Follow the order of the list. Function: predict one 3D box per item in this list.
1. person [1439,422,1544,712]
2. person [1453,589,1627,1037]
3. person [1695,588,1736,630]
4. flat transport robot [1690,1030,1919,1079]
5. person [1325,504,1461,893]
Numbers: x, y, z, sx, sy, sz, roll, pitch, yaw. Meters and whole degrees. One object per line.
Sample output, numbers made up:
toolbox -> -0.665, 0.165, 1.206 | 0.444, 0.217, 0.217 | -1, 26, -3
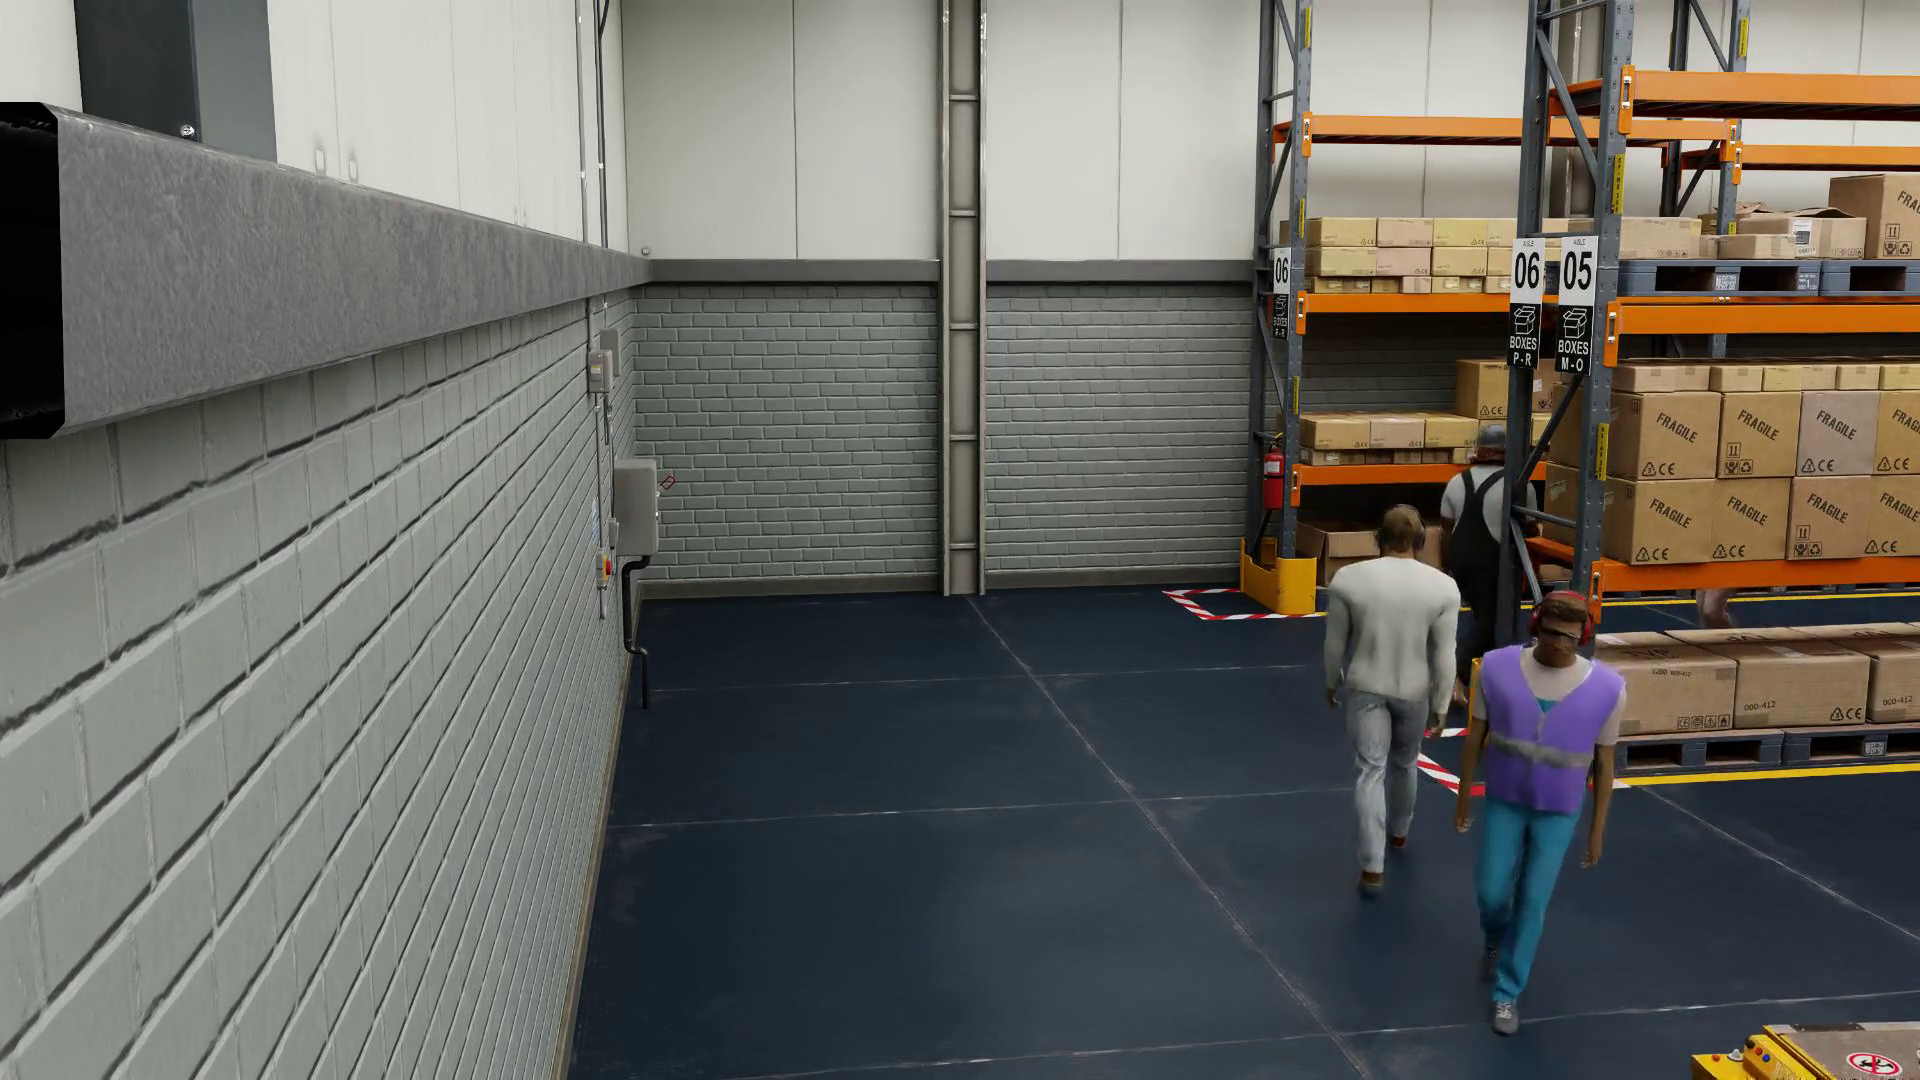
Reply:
person -> 3.625, 0.139, 11.640 | 0.998, 2.000, 0.696 | -6, 11, -35
person -> 2.316, 1.059, 6.686 | 0.623, 1.812, 0.560 | 4, 10, 23
person -> 5.454, 0.112, 12.016 | 0.425, 1.977, 0.625 | -3, 10, -18
flat transport robot -> 3.457, 1.949, 5.919 | 1.431, 0.197, 0.652 | 0, 9, -3
person -> 2.149, 0.759, 8.331 | 0.637, 1.890, 1.041 | 2, 9, 11
